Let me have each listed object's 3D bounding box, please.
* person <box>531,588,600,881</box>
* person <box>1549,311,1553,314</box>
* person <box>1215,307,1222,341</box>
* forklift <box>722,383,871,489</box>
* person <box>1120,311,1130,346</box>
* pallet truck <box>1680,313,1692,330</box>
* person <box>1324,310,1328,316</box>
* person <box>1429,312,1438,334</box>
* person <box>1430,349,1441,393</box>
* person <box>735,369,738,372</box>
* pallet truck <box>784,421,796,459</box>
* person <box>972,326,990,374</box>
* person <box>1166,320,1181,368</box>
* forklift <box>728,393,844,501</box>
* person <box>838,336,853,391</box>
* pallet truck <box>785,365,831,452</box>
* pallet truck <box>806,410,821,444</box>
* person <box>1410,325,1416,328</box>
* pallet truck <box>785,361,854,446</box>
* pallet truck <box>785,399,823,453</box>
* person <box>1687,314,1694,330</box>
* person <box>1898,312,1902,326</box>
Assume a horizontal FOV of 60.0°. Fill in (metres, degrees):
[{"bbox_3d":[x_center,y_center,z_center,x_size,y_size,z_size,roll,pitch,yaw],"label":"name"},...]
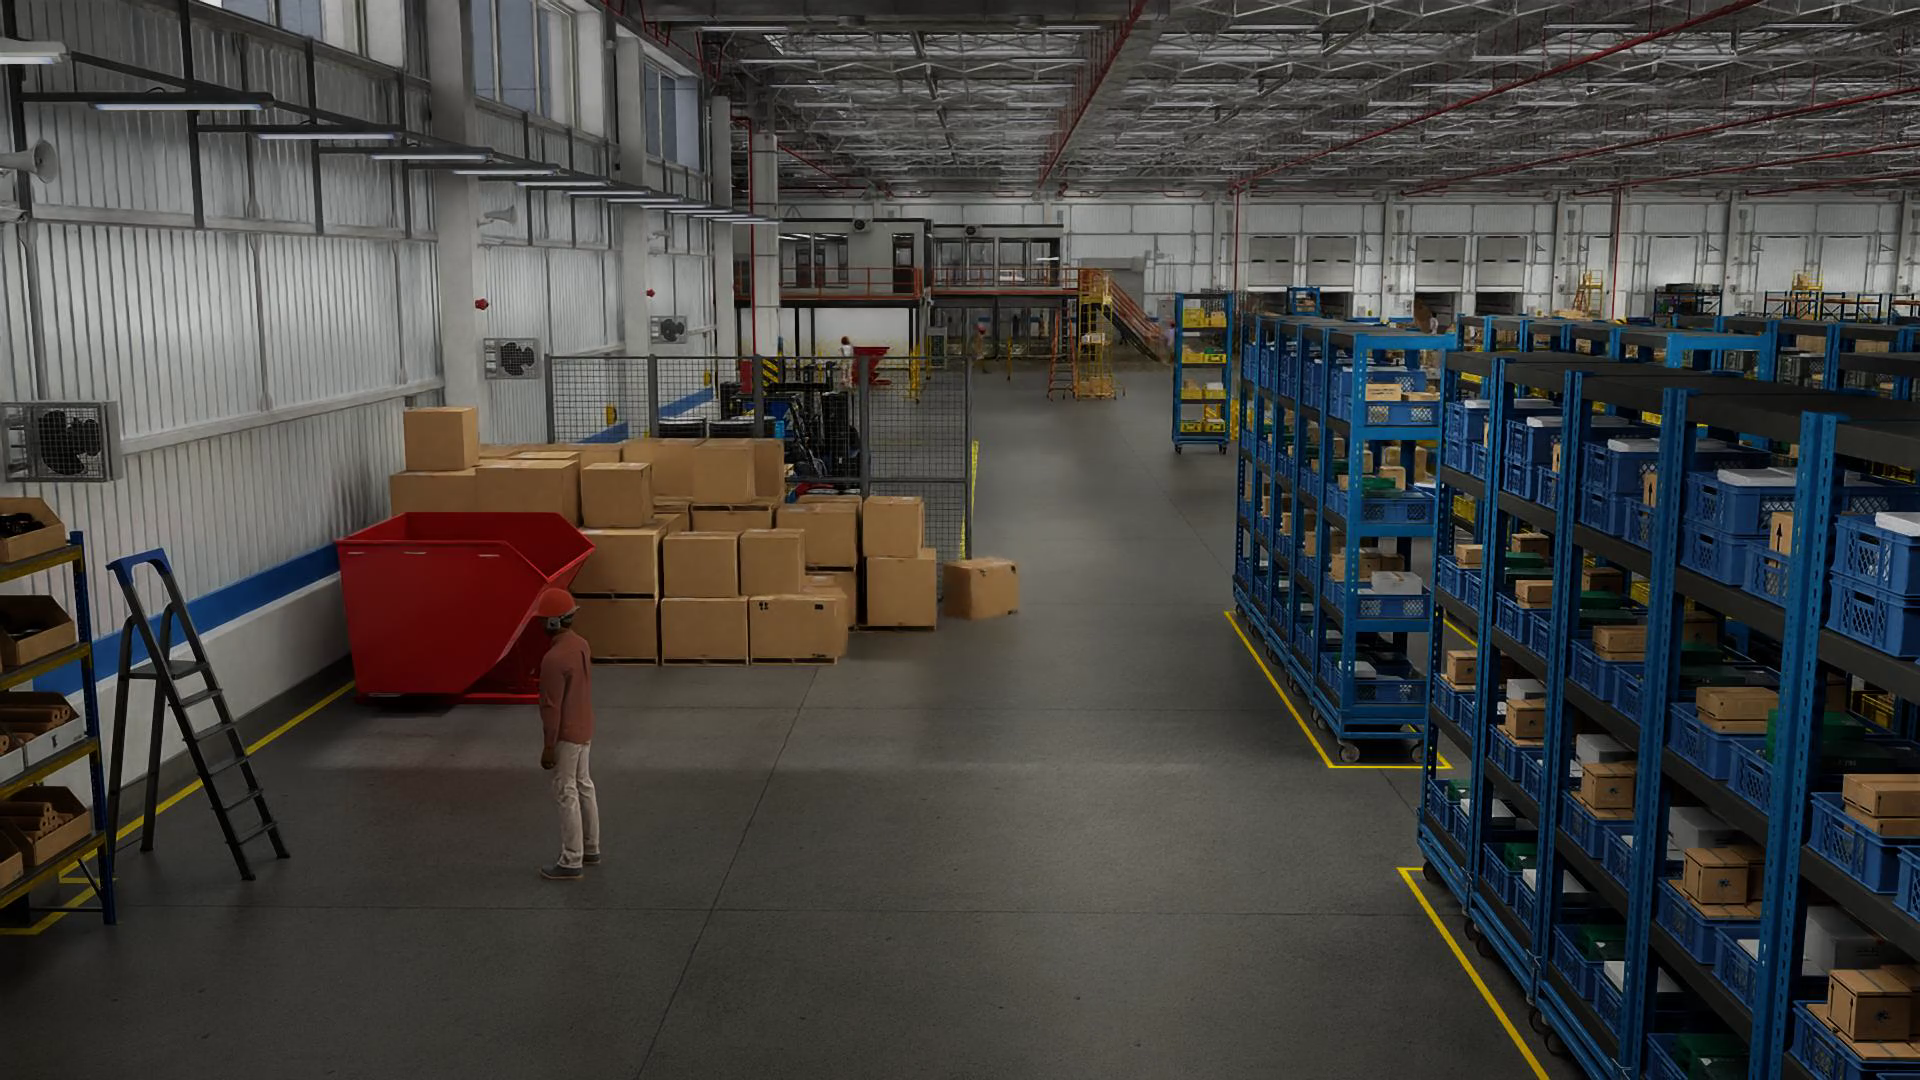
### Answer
[{"bbox_3d":[-2.682,1.306,11.277,0.402,1.987,0.608,1,9,7],"label":"person"},{"bbox_3d":[31.674,-11.315,89.213,0.959,1.947,0.655,5,11,30],"label":"person"},{"bbox_3d":[15.093,-12.534,96.643,0.587,1.976,0.644,6,11,33],"label":"person"},{"bbox_3d":[-2.893,-1.687,28.729,2.680,1.987,1.157,0,9,-1],"label":"forklift"},{"bbox_3d":[9.038,-11.629,91.335,0.554,1.906,0.899,-5,11,-30],"label":"person"},{"bbox_3d":[36.315,-10.531,84.244,0.823,1.965,1.885,-6,11,-33],"label":"pallet truck"},{"bbox_3d":[20.630,-11.971,93.413,0.707,1.904,0.599,5,10,26],"label":"person"},{"bbox_3d":[25.755,-11.454,90.413,0.429,1.841,0.633,8,12,40],"label":"person"},{"bbox_3d":[15.703,-5.658,54.983,0.602,1.732,0.578,7,12,37],"label":"person"},{"bbox_3d":[-9.315,-7.562,66.324,1.007,1.884,0.599,-6,11,-33],"label":"person"},{"bbox_3d":[-4.013,-1.793,32.705,1.601,1.201,0.680,0,9,1],"label":"pallet truck"},{"bbox_3d":[0.765,-7.551,66.146,0.829,1.914,0.553,-2,9,-11],"label":"person"},{"bbox_3d":[9.030,-8.229,70.001,0.611,2.000,0.958,8,12,42],"label":"person"},{"bbox_3d":[-2.979,-1.316,26.476,2.680,1.987,1.157,0,9,1],"label":"forklift"},{"bbox_3d":[-3.892,-5.998,56.690,0.619,1.865,0.413,-5,10,-28],"label":"person"},{"bbox_3d":[-3.774,-2.976,37.635,1.885,1.965,0.823,1,9,5],"label":"pallet truck"},{"bbox_3d":[-3.559,-2.018,33.905,1.522,1.261,0.704,0,9,-1],"label":"pallet truck"},{"bbox_3d":[17.305,-7.227,63.727,0.536,2.000,0.681,0,9,3],"label":"person"},{"bbox_3d":[-3.410,-3.193,38.978,1.885,1.965,0.823,0,9,-1],"label":"pallet truck"},{"bbox_3d":[-3.814,-2.432,36.419,1.630,1.274,0.653,0,9,1],"label":"pallet truck"},{"bbox_3d":[37.755,-10.781,86.222,0.389,1.856,0.521,-4,10,-22],"label":"person"},{"bbox_3d":[52.190,-11.783,92.574,0.933,1.810,0.517,-5,11,-30],"label":"person"}]
